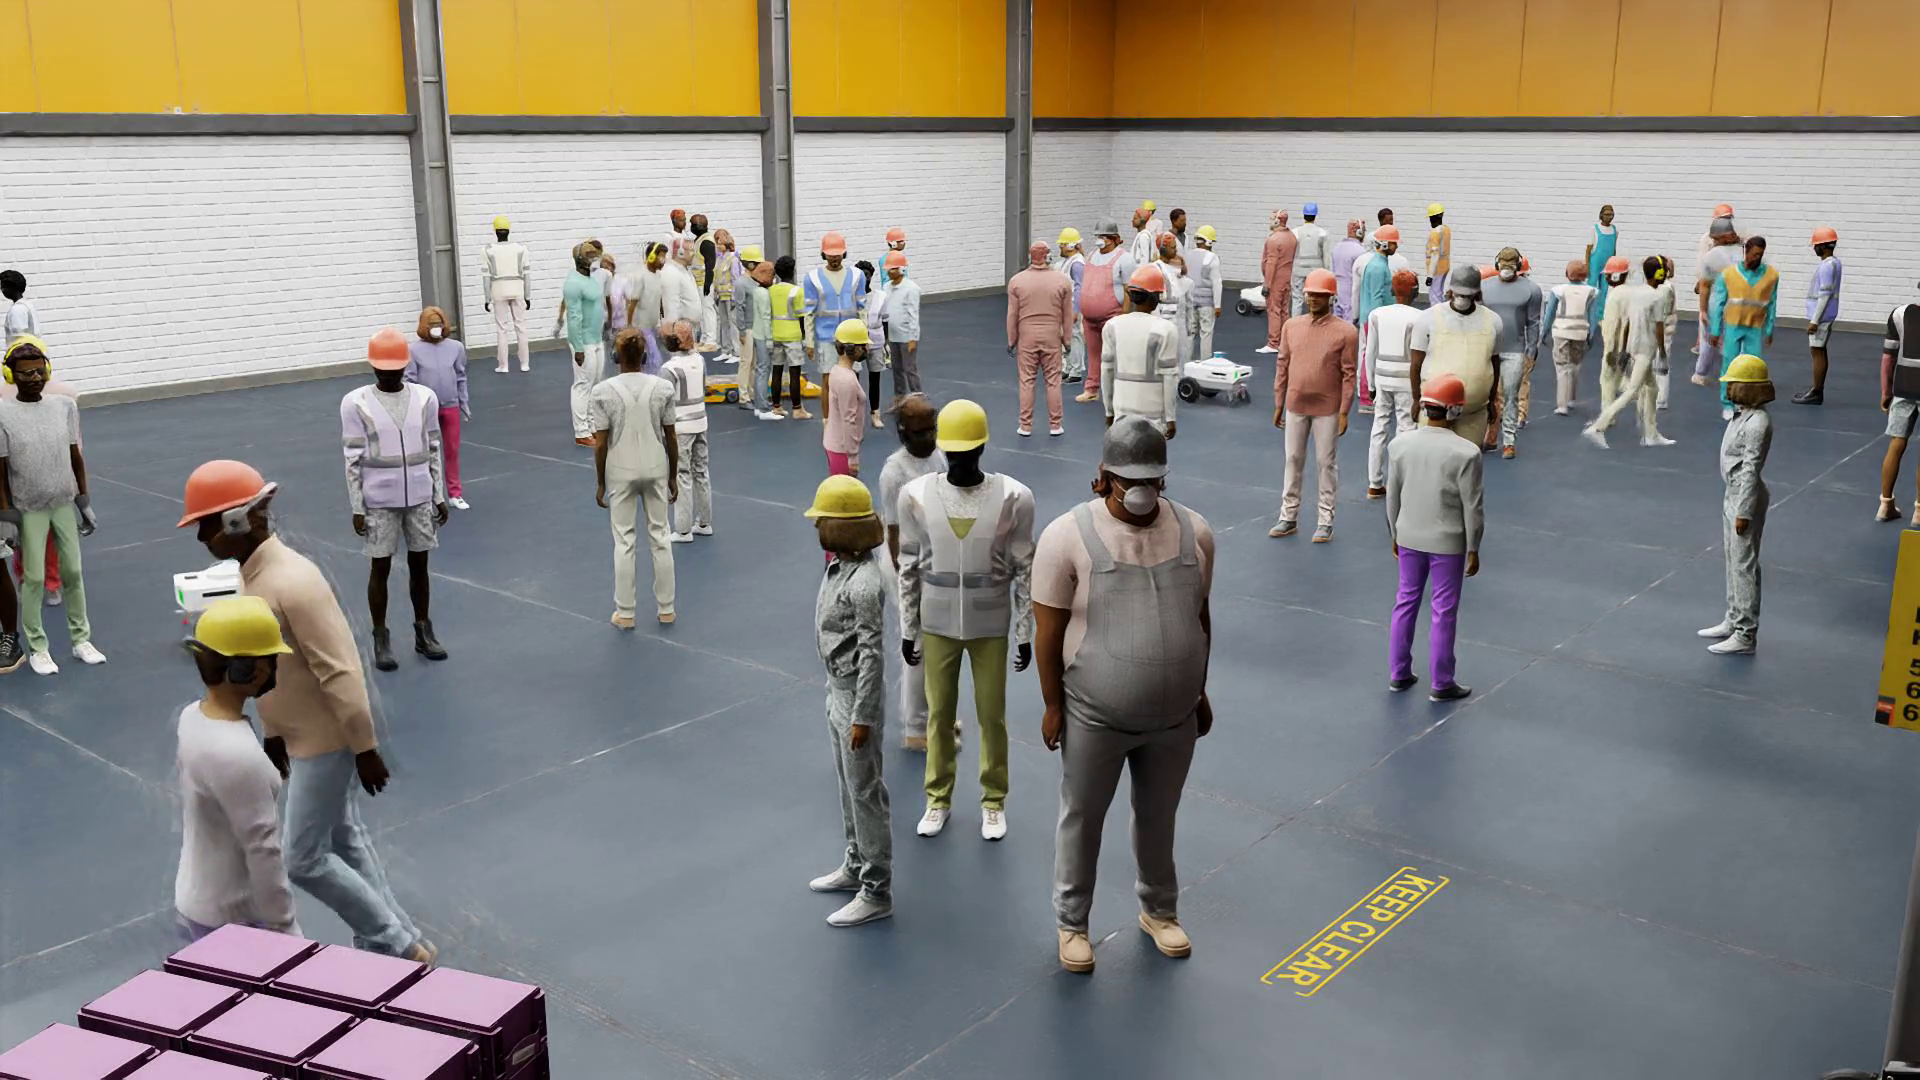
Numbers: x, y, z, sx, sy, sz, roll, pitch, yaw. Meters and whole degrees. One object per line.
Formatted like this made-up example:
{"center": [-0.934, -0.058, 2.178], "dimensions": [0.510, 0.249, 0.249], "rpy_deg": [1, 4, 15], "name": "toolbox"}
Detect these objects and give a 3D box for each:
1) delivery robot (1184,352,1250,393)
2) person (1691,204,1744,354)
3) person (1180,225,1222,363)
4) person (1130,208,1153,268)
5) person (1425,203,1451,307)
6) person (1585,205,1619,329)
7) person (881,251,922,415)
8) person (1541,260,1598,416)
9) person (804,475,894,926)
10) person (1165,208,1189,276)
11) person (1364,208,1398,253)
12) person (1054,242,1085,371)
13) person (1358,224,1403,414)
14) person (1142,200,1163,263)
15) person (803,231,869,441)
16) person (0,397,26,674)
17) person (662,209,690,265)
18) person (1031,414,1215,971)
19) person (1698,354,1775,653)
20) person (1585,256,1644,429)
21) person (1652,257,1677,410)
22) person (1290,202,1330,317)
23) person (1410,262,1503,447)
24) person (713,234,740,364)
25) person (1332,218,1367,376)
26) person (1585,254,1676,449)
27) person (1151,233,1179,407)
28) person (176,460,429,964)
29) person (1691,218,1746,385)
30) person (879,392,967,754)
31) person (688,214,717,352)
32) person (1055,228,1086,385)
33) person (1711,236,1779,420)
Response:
{"center": [2.831, -1.829, 18.306], "dimensions": [0.707, 0.478, 0.477], "rpy_deg": [11, 18, 38], "name": "delivery robot"}
{"center": [10.067, -3.459, 22.121], "dimensions": [0.608, 1.987, 0.402], "rpy_deg": [-2, 14, -9], "name": "person"}
{"center": [2.939, -2.888, 20.156], "dimensions": [0.404, 1.821, 0.601], "rpy_deg": [-12, 19, -41], "name": "person"}
{"center": [2.487, -3.625, 22.976], "dimensions": [0.351, 1.884, 0.581], "rpy_deg": [1, 14, 4], "name": "person"}
{"center": [6.790, -3.842, 23.778], "dimensions": [0.389, 1.916, 0.585], "rpy_deg": [9, 17, 31], "name": "person"}
{"center": [9.588, -4.082, 24.882], "dimensions": [0.514, 1.844, 0.327], "rpy_deg": [-3, 14, -12], "name": "person"}
{"center": [-0.640, -2.138, 17.334], "dimensions": [0.374, 1.741, 0.563], "rpy_deg": [-13, 19, -41], "name": "person"}
{"center": [6.433, -2.157, 17.671], "dimensions": [0.524, 1.612, 0.772], "rpy_deg": [0, 14, 2], "name": "person"}
{"center": [-0.430, 0.606, 6.353], "dimensions": [0.299, 1.743, 0.493], "rpy_deg": [-4, 15, -15], "name": "person"}
{"center": [2.866, -3.471, 22.287], "dimensions": [0.392, 1.922, 0.592], "rpy_deg": [11, 18, 36], "name": "person"}
{"center": [5.641, -3.486, 22.350], "dimensions": [0.587, 1.920, 0.392], "rpy_deg": [-10, 17, -35], "name": "person"}
{"center": [1.400, -2.912, 20.645], "dimensions": [0.504, 1.636, 0.293], "rpy_deg": [1, 14, 2], "name": "person"}
{"center": [4.434, -2.334, 17.613], "dimensions": [0.407, 1.986, 0.616], "rpy_deg": [3, 14, 13], "name": "person"}
{"center": [3.201, -4.856, 28.153], "dimensions": [0.523, 1.762, 0.337], "rpy_deg": [13, 19, 41], "name": "person"}
{"center": [-1.180, -1.944, 15.974], "dimensions": [0.619, 2.029, 0.409], "rpy_deg": [-4, 15, -15], "name": "person"}
{"center": [-5.519, -0.215, 9.185], "dimensions": [0.611, 1.962, 0.364], "rpy_deg": [0, 14, 2], "name": "person"}
{"center": [-3.833, -3.576, 22.783], "dimensions": [0.346, 1.882, 0.584], "rpy_deg": [5, 15, 19], "name": "person"}
{"center": [0.622, 0.553, 5.963], "dimensions": [0.689, 2.000, 0.538], "rpy_deg": [-4, 15, -16], "name": "person"}
{"center": [4.505, -0.210, 9.640], "dimensions": [0.342, 1.735, 0.484], "rpy_deg": [4, 15, 15], "name": "person"}
{"center": [6.616, -1.951, 16.568], "dimensions": [0.586, 1.737, 0.591], "rpy_deg": [12, 19, 41], "name": "person"}
{"center": [7.528, -2.221, 17.890], "dimensions": [0.318, 1.630, 0.512], "rpy_deg": [4, 15, 15], "name": "person"}
{"center": [4.870, -3.743, 23.320], "dimensions": [0.607, 1.948, 0.389], "rpy_deg": [2, 14, 9], "name": "person"}
{"center": [3.702, -1.058, 12.401], "dimensions": [0.673, 2.000, 0.535], "rpy_deg": [1, 14, 2], "name": "person"}
{"center": [-2.983, -3.093, 21.345], "dimensions": [0.307, 1.641, 0.513], "rpy_deg": [-10, 17, -35], "name": "person"}
{"center": [4.774, -2.956, 20.284], "dimensions": [0.395, 1.900, 0.647], "rpy_deg": [-4, 15, -17], "name": "person"}
{"center": [6.365, -1.760, 15.640], "dimensions": [0.914, 1.838, 0.527], "rpy_deg": [-1, 14, -4], "name": "person"}
{"center": [2.172, -2.330, 17.805], "dimensions": [0.355, 1.883, 0.573], "rpy_deg": [5, 15, 21], "name": "person"}
{"center": [-2.245, 0.685, 5.653], "dimensions": [0.600, 1.940, 0.647], "rpy_deg": [-9, 17, -33], "name": "person"}
{"center": [8.790, -2.736, 19.105], "dimensions": [0.692, 2.000, 1.065], "rpy_deg": [2, 14, 7], "name": "person"}
{"center": [-0.179, 0.171, 7.969], "dimensions": [0.354, 1.816, 0.601], "rpy_deg": [7, 16, 25], "name": "person"}
{"center": [-3.477, -3.462, 22.417], "dimensions": [0.429, 1.840, 0.634], "rpy_deg": [-5, 15, -19], "name": "person"}
{"center": [1.290, -2.746, 19.571], "dimensions": [0.404, 1.828, 0.602], "rpy_deg": [-2, 14, -7], "name": "person"}
{"center": [8.110, -2.194, 17.224], "dimensions": [0.618, 1.899, 0.457], "rpy_deg": [3, 14, 10], "name": "person"}
